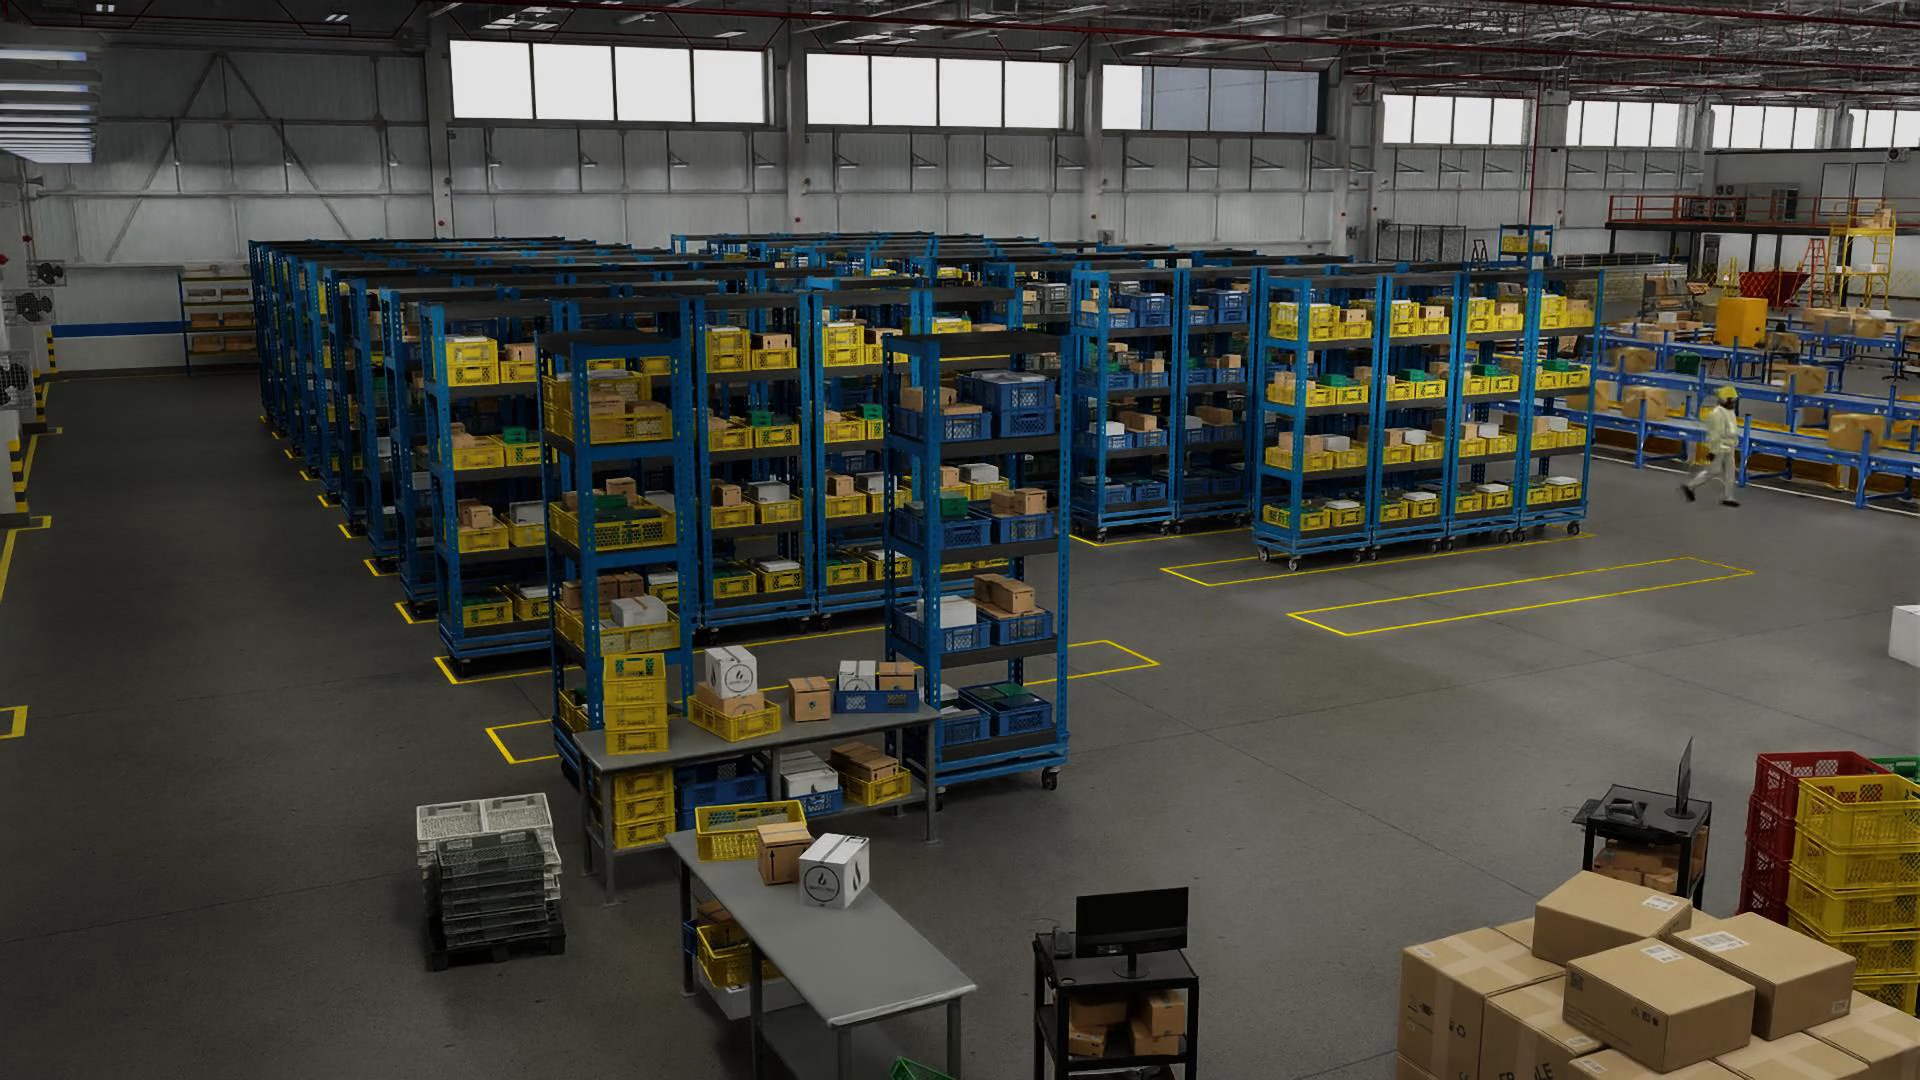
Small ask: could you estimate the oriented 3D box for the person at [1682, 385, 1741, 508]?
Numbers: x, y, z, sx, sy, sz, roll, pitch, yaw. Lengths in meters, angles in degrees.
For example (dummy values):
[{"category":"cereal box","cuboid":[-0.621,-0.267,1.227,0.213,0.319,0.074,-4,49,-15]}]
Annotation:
[{"category":"person","cuboid":[11.177,-1.395,24.565,0.599,1.809,0.777,-11,16,-41]}]
